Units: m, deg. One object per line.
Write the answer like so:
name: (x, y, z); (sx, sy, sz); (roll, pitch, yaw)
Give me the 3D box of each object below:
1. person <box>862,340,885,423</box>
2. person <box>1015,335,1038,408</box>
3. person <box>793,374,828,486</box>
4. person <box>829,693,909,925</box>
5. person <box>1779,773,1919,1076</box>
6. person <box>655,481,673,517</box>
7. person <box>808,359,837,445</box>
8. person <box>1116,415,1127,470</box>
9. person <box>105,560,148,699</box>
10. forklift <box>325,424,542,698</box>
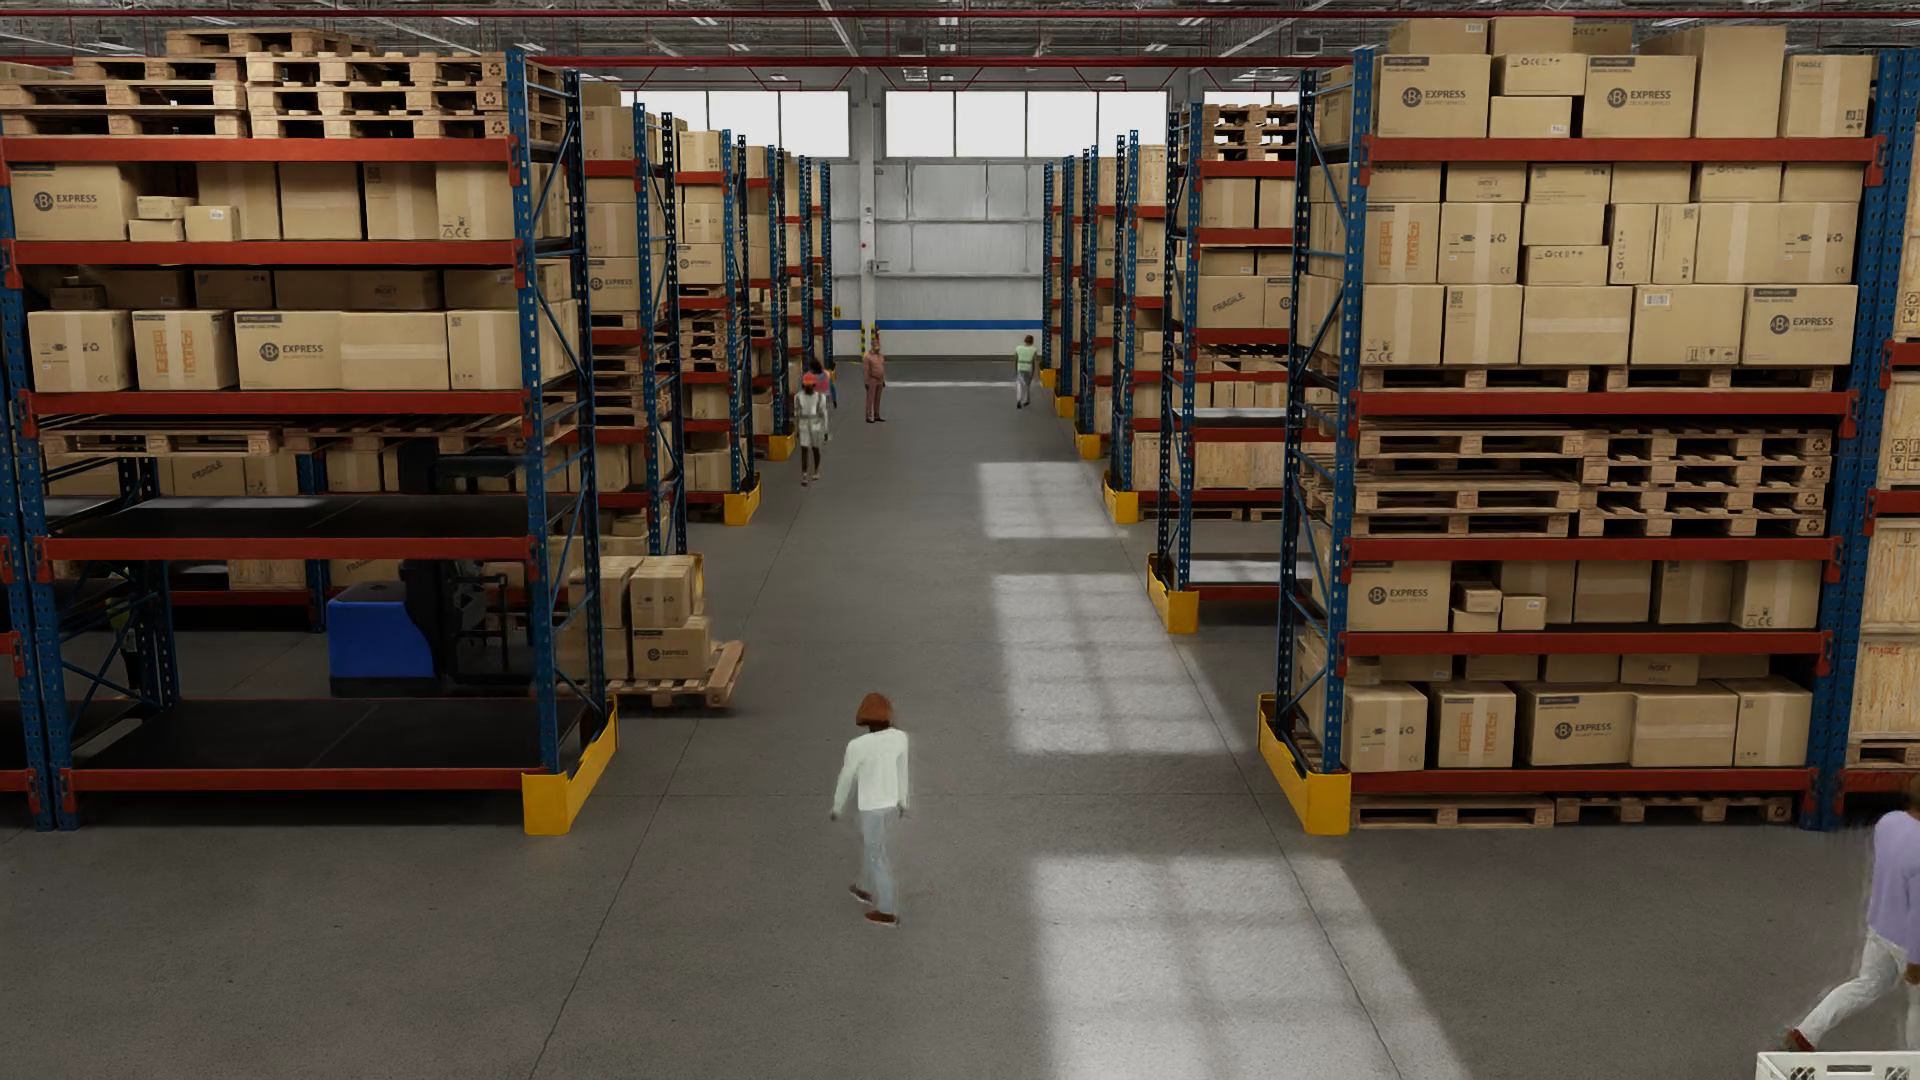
person: (-1.941, -3.645, 38.195); (0.402, 1.904, 0.652); (9, 15, 38)
person: (1.614, -4.164, 41.036); (0.589, 1.797, 0.922); (2, 12, 11)
person: (-2.675, -2.011, 29.917); (0.633, 1.993, 1.068); (0, 11, 0)
person: (-0.654, 1.854, 11.686); (0.533, 1.591, 0.746); (-11, 15, -42)
person: (5.180, 2.188, 9.300); (0.923, 1.911, 0.642); (1, 11, 3)
person: (-4.175, -0.434, 22.350); (0.919, 1.877, 0.636); (2, 12, 11)
person: (-2.952, -2.909, 34.877); (0.637, 1.797, 0.907); (-8, 14, -35)
person: (2.988, -1.808, 29.153); (0.989, 1.888, 0.545); (-3, 12, -16)
person: (-8.292, 0.831, 16.519); (0.317, 1.700, 0.539); (-11, 16, -43)
forklift: (-5.360, 0.183, 16.792); (1.873, 2.768, 1.129); (0, 11, -1)
